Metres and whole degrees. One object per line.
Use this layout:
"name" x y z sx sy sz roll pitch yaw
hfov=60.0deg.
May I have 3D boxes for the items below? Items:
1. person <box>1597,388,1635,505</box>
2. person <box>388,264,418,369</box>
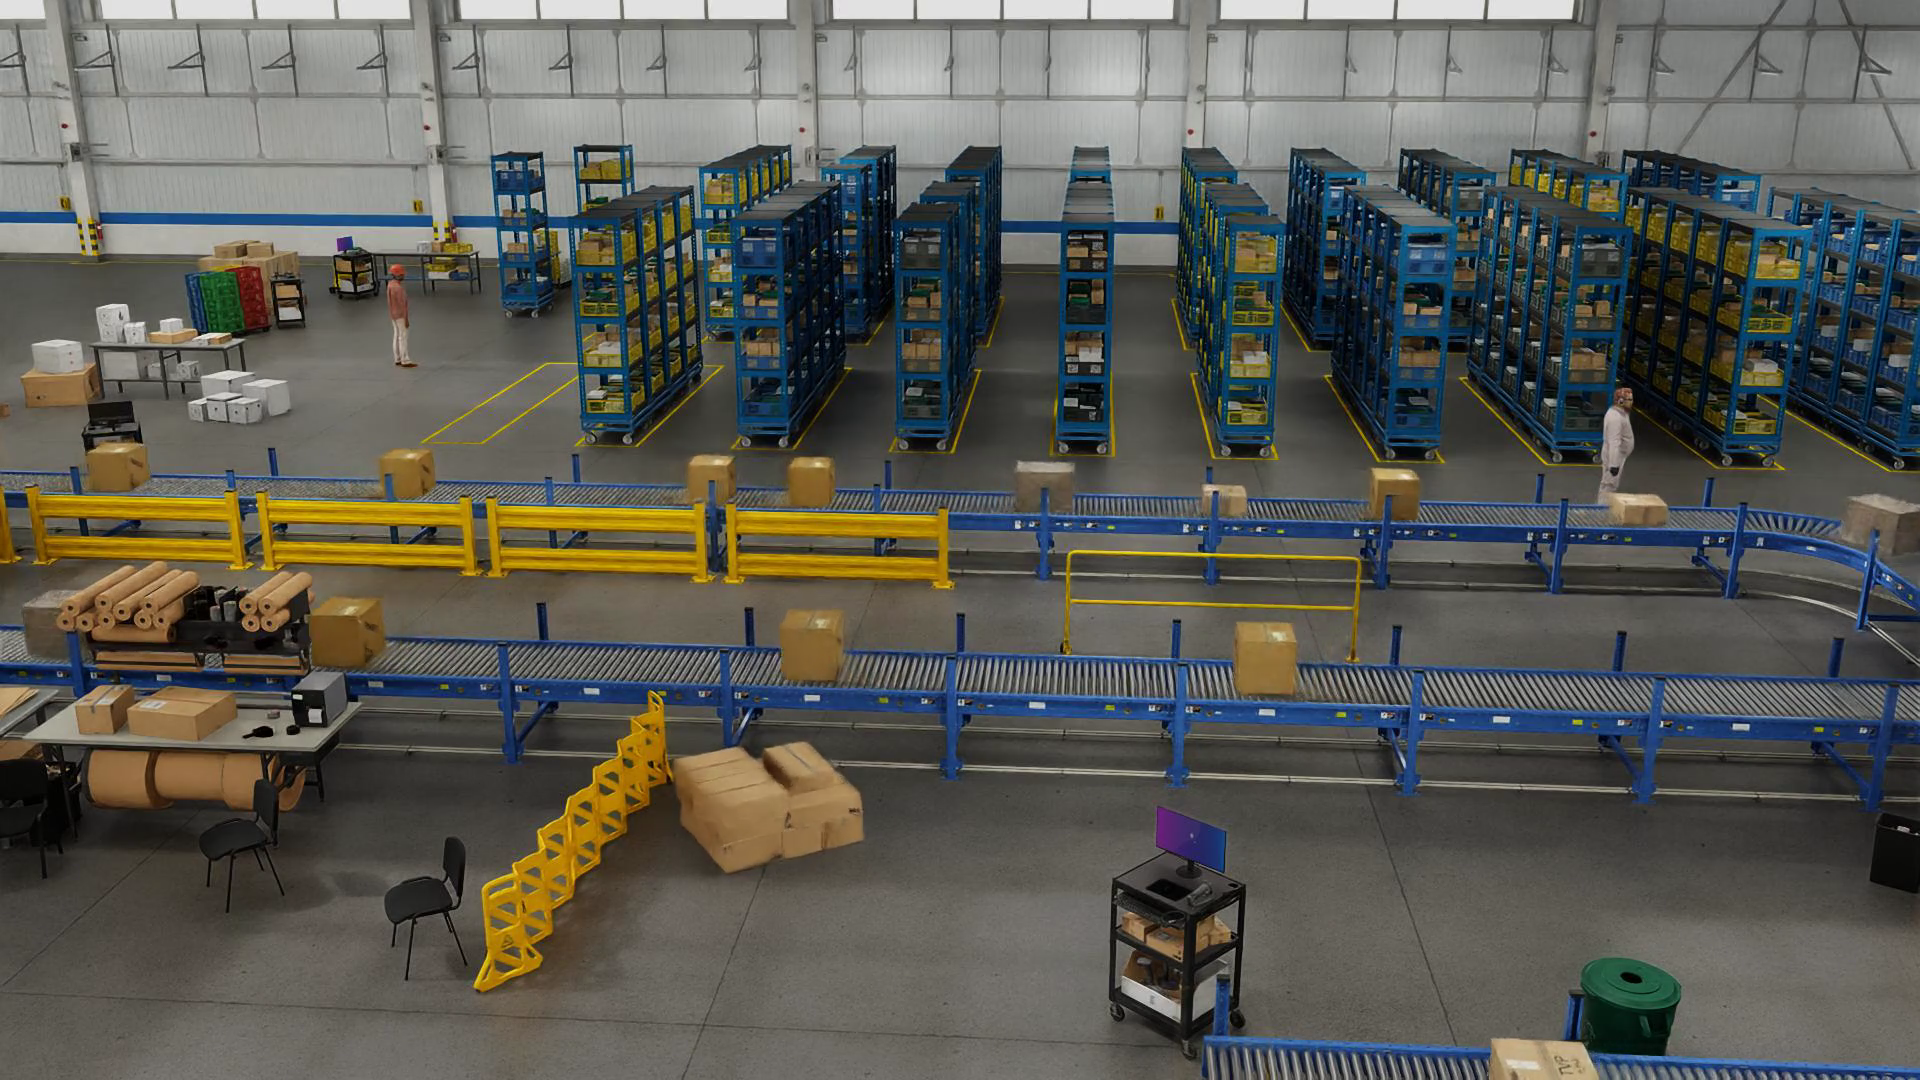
"person" 8.610 -1.064 21.815 0.405 1.906 0.652 6 18 18
"person" -10.720 -4.288 31.900 0.396 1.992 0.623 -14 23 -38
